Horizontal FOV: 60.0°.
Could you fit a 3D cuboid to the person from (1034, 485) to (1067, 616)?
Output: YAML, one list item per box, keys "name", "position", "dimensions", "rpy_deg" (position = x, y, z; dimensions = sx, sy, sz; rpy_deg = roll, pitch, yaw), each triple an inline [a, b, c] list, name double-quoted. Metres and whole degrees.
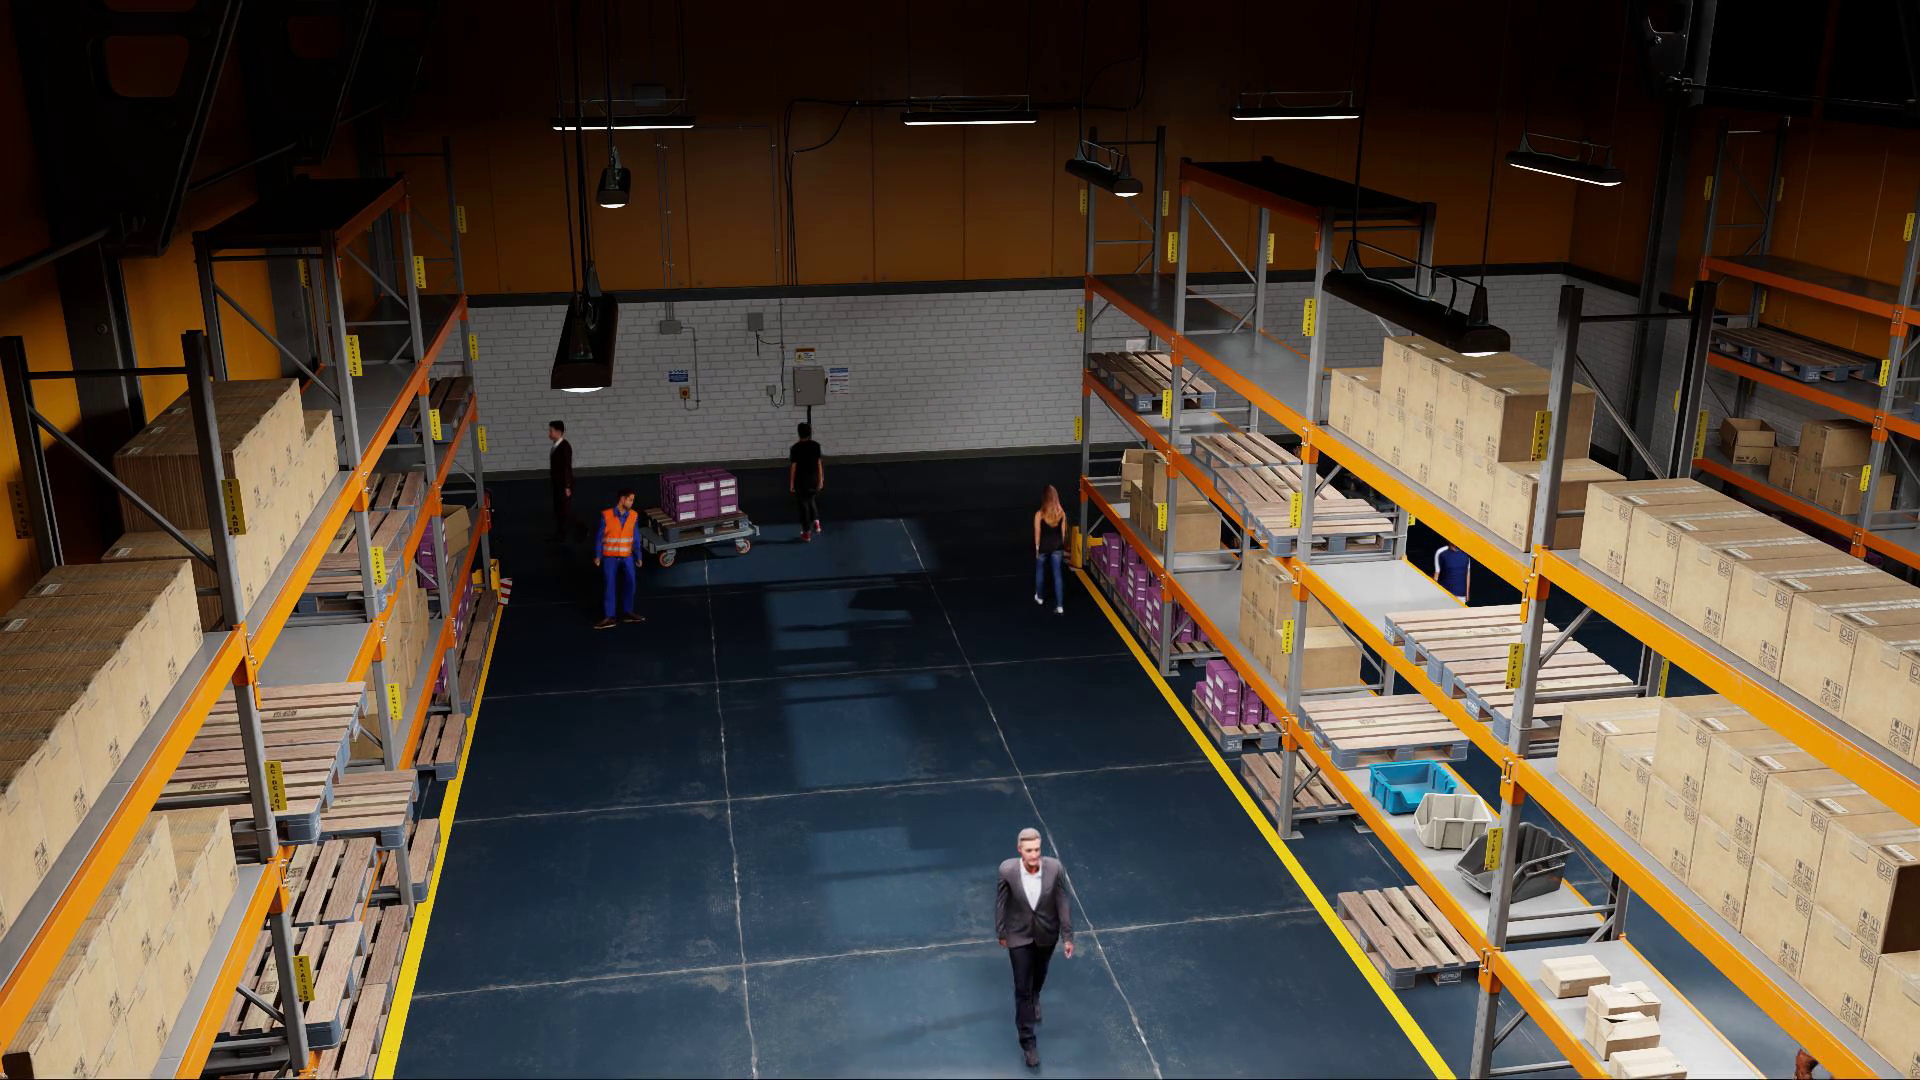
- name: "person"
  position: [1.183, 0.161, 21.317]
  dimensions: [0.568, 1.684, 1.078]
  rpy_deg: [-3, 19, -10]

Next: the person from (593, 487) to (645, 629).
- name: "person"
  position: [-4.372, 0.226, 20.895]
  dimensions: [0.886, 1.831, 0.758]
  rpy_deg: [-5, 19, -13]

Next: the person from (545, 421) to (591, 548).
- name: "person"
  position: [-5.677, -0.820, 23.961]
  dimensions: [0.904, 1.857, 0.901]
  rpy_deg: [-9, 21, -26]

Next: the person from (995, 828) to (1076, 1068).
- name: "person"
  position: [0.548, 2.994, 12.747]
  dimensions: [0.725, 1.786, 1.196]
  rpy_deg: [-3, 19, -9]

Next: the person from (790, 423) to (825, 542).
- name: "person"
  position: [-2.194, -0.817, 24.125]
  dimensions: [0.745, 1.747, 0.781]
  rpy_deg: [-12, 22, -31]
